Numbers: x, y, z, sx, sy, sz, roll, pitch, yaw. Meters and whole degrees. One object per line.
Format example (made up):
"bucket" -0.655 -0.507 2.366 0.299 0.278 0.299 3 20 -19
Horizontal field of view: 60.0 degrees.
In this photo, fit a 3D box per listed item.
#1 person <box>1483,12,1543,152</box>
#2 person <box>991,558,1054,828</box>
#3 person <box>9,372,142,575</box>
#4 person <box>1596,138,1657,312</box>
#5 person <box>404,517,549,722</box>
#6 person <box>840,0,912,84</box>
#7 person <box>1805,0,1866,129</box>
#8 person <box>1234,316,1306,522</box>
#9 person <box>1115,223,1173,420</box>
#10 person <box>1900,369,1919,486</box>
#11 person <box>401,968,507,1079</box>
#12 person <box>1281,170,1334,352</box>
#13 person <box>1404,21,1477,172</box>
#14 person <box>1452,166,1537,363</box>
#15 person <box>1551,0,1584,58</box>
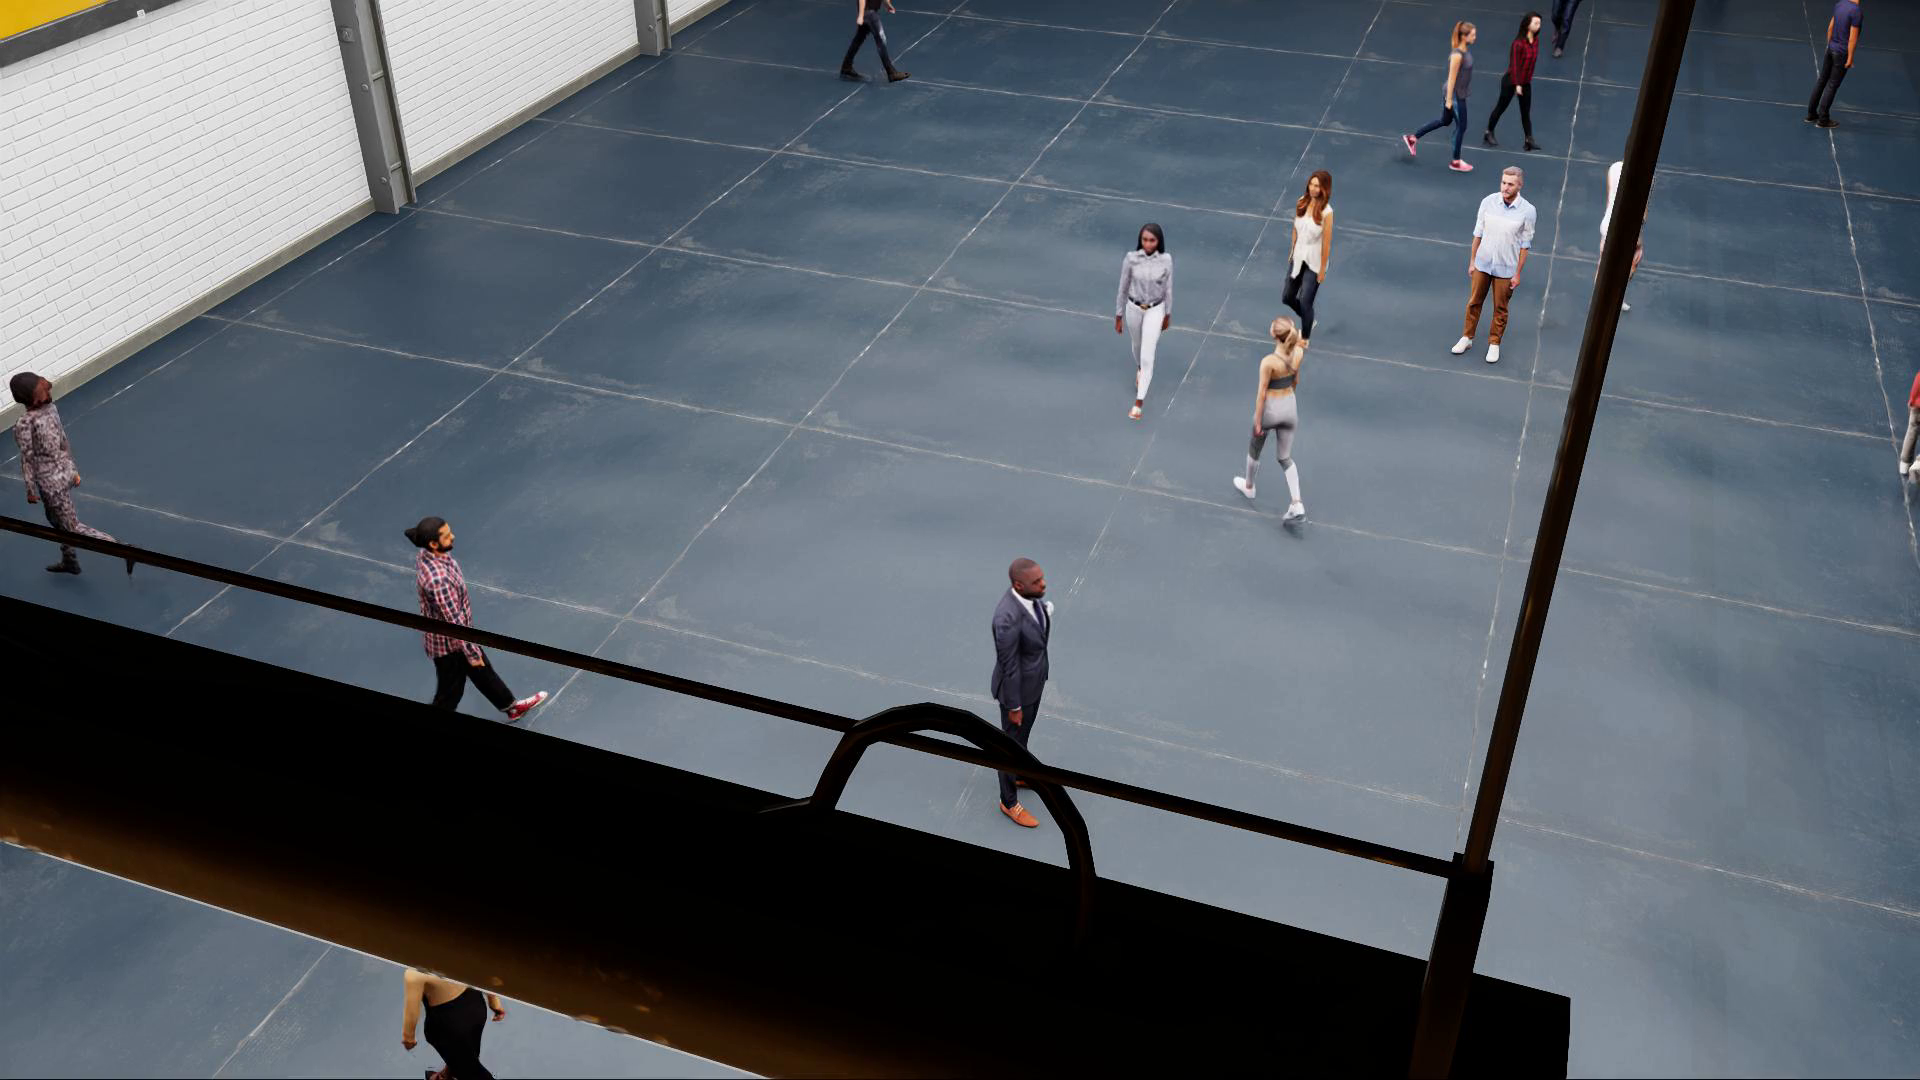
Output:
"person" 6.503 -5.430 19.689 1.034 1.623 1.019 -20 39 -27
"person" 0.365 0.874 10.023 0.741 1.824 0.524 11 35 16
"person" -6.496 -0.418 12.084 0.830 1.694 1.049 3 34 4
"person" 6.243 -2.963 15.855 0.859 1.757 0.818 -19 38 -26
"person" -3.285 0.628 10.472 1.140 1.735 1.116 -12 35 -17
"person" -1.275 -6.897 21.688 0.922 1.853 1.205 3 34 5
"person" 10.750 -5.971 20.357 0.784 1.784 0.657 -6 34 -9
"person" 2.497 -0.918 12.852 1.002 1.677 1.112 -11 35 -17
"person" 1.613 -1.971 14.429 0.661 1.683 1.181 7 34 11
"person" 7.820 -1.088 13.348 0.644 1.411 0.811 22 39 29
"person" -2.350 2.375 7.956 0.828 1.611 1.009 21 39 28
"person" 3.254 -2.556 15.230 0.806 1.773 0.755 -22 39 -29
"person" 5.605 -5.107 19.135 0.671 1.698 1.020 14 36 20
"person" 4.886 -2.530 15.140 0.726 1.827 0.646 19 38 26
"person" 8.362 -7.586 22.775 0.725 1.796 0.944 14 36 20
